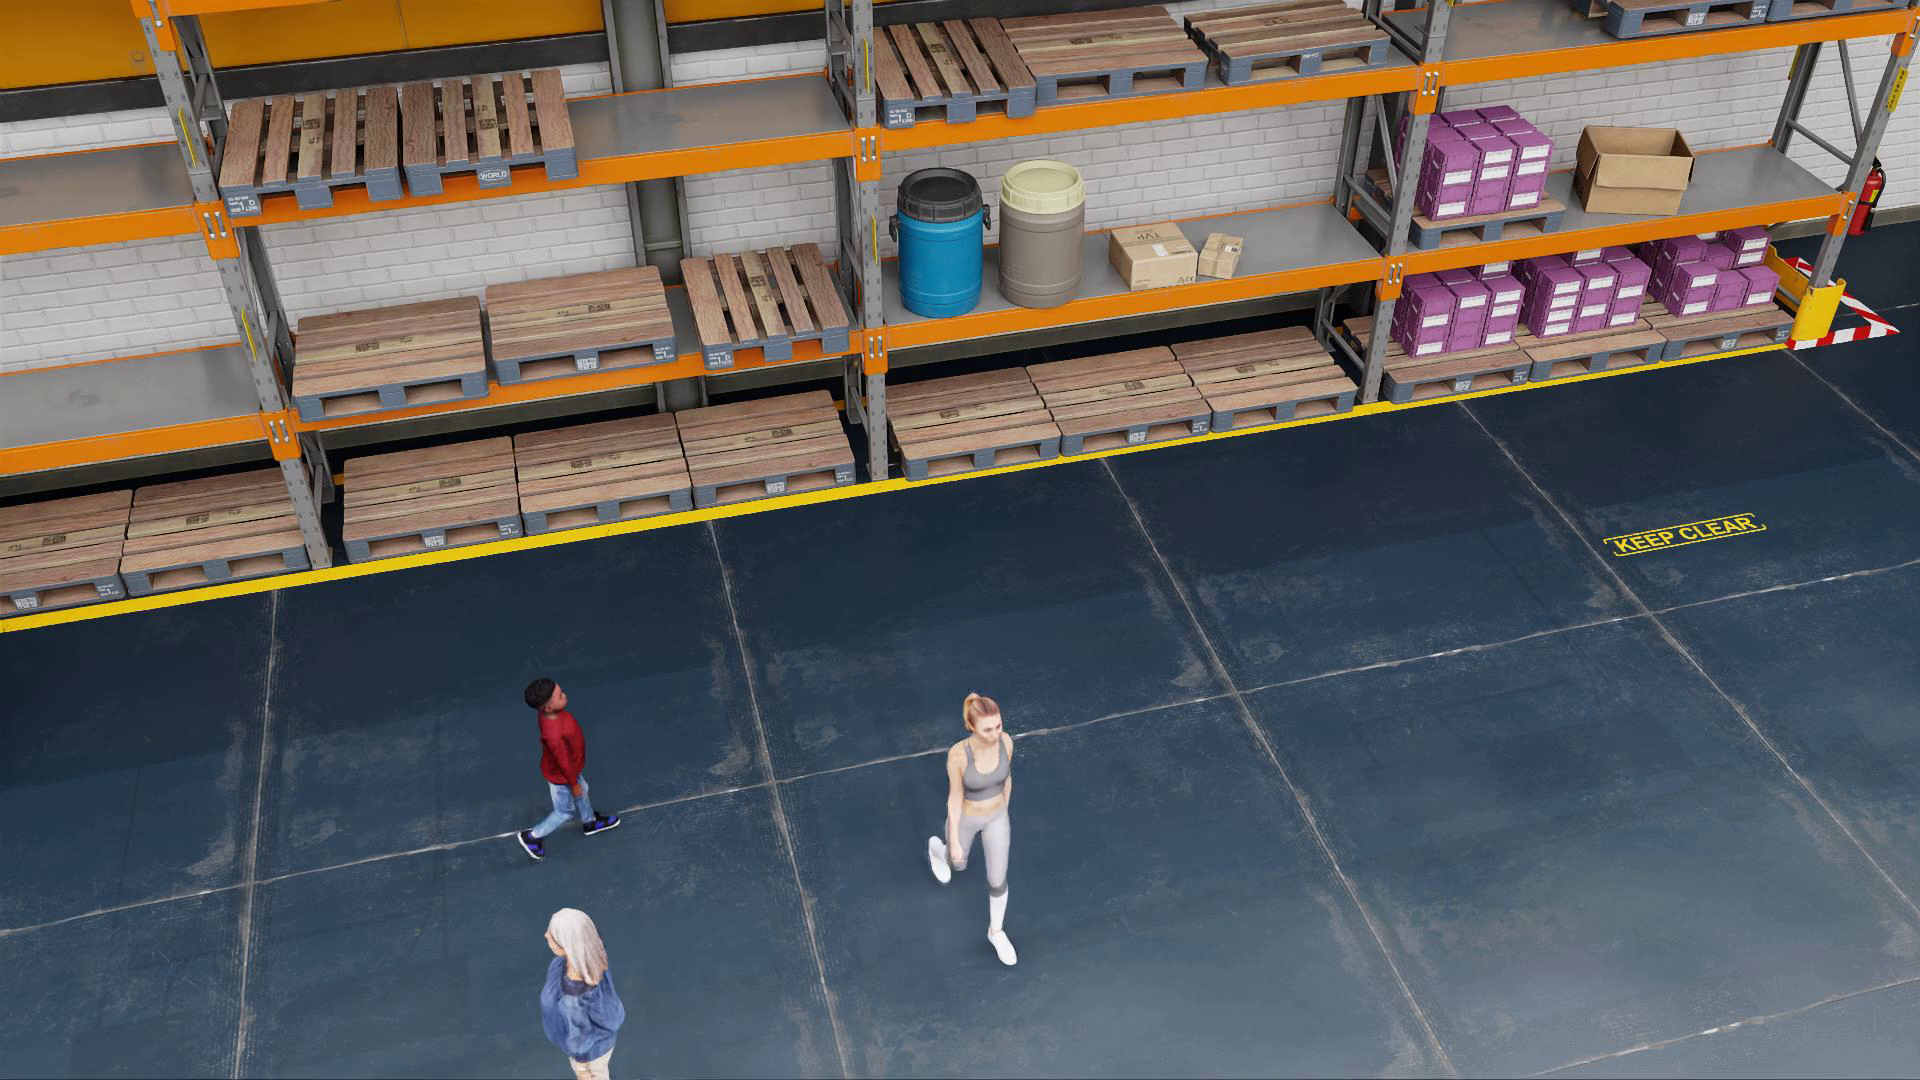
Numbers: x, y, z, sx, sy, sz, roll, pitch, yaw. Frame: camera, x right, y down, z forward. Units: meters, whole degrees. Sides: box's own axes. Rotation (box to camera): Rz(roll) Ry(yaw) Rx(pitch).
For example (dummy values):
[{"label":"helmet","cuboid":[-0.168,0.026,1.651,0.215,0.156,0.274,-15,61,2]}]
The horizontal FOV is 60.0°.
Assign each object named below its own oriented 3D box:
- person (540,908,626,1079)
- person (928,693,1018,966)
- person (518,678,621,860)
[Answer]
[{"label":"person","cuboid":[-1.614,2.289,7.673,1.054,1.679,0.811,2,39,2]},{"label":"person","cuboid":[0.046,1.432,8.739,1.047,1.677,0.737,-16,41,-19]},{"label":"person","cuboid":[-2.269,1.281,9.277,0.771,1.242,0.497,-10,40,-12]}]
